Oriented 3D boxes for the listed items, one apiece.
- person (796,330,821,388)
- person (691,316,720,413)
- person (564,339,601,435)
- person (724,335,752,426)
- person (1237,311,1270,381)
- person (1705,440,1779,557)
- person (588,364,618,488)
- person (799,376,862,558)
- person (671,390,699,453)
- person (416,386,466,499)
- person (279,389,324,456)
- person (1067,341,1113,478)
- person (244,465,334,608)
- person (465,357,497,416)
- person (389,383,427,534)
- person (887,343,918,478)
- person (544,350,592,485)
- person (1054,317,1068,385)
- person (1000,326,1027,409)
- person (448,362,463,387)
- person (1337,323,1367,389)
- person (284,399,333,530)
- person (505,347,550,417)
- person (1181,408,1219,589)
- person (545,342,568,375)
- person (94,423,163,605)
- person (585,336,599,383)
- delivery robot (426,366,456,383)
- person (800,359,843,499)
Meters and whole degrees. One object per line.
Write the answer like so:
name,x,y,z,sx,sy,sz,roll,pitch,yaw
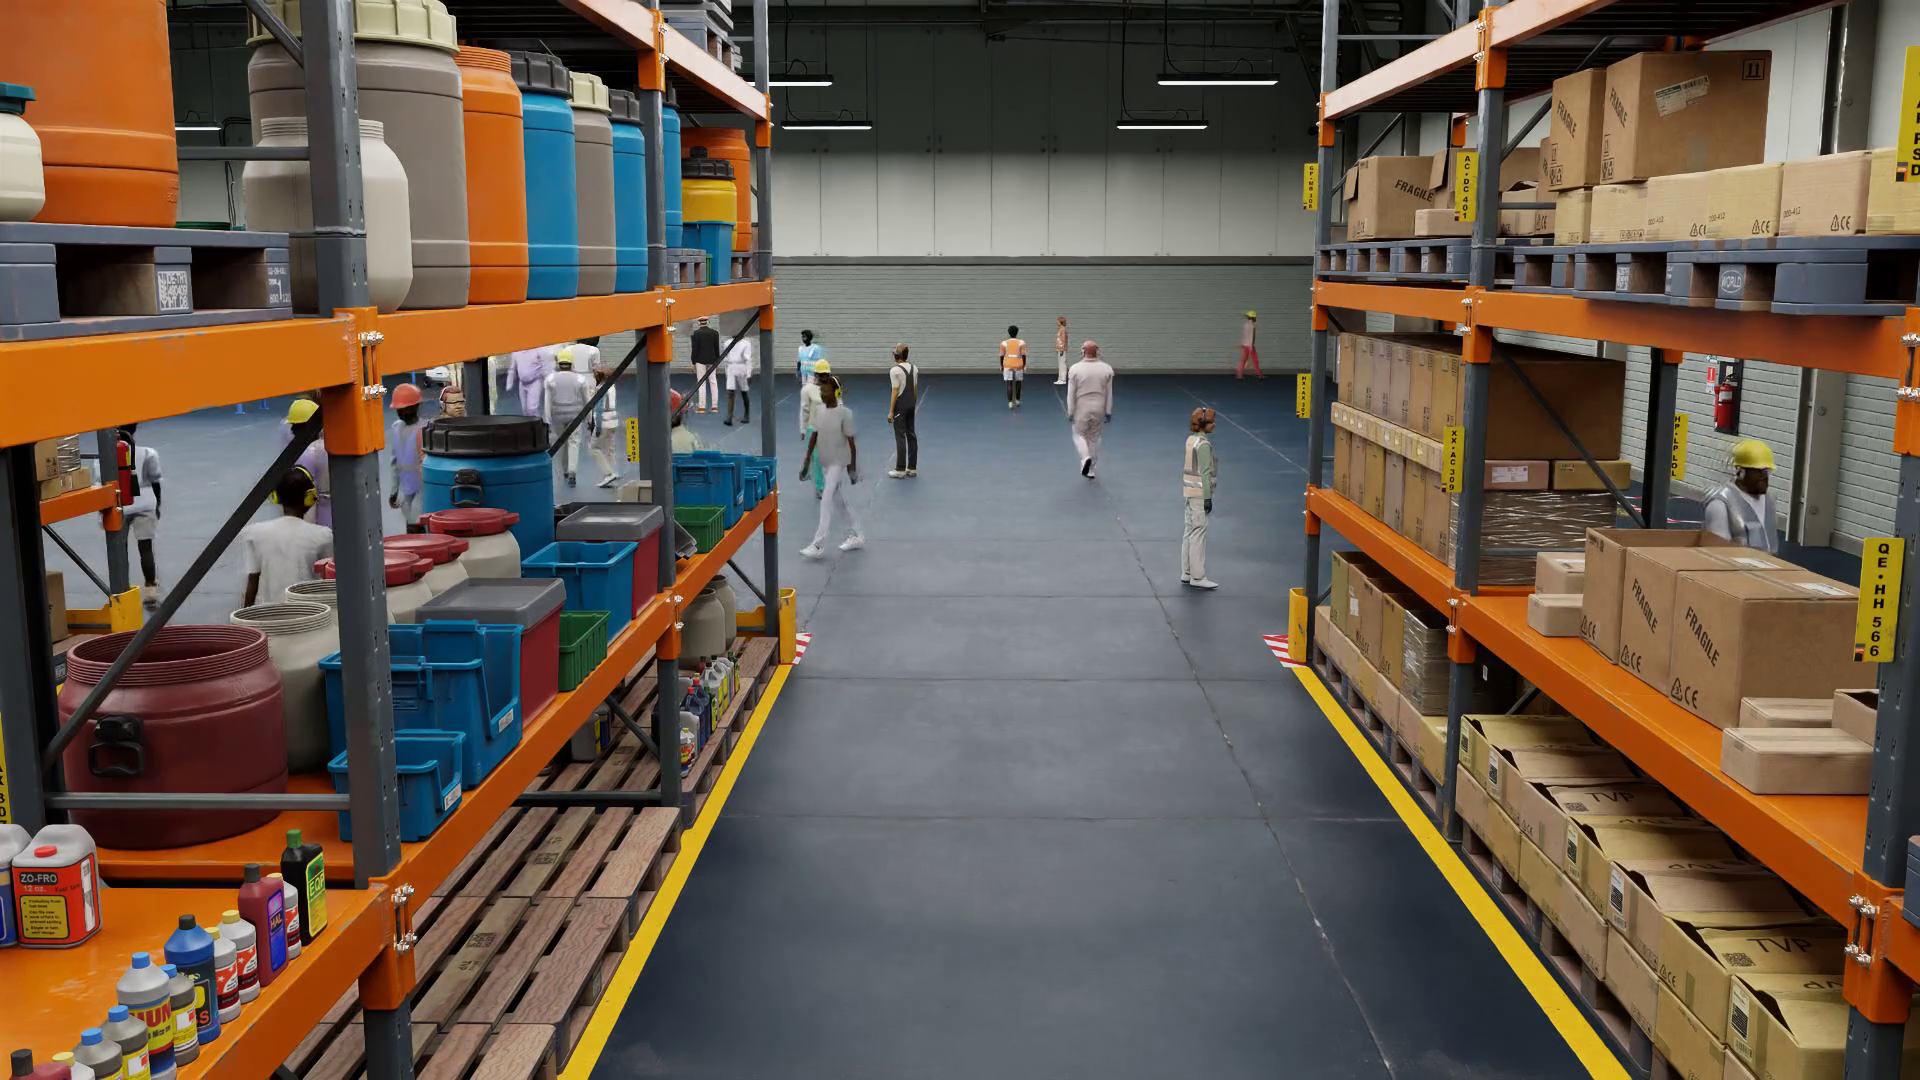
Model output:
person,-2.915,-3.153,31.596,0.559,1.675,0.543,7,12,36
person,-5.021,-3.498,32.758,0.608,1.987,0.391,-6,11,-33
person,-6.085,-2.495,26.813,0.613,1.963,0.362,-1,10,-8
person,-4.055,-3.041,30.340,0.566,1.882,1.017,2,10,13
person,7.344,-4.855,41.668,0.804,1.729,0.550,-2,10,-11
person,5.123,0.267,10.739,0.629,1.801,0.778,-4,10,-24
person,-4.661,-1.485,21.751,0.372,1.626,0.538,2,10,12
person,-1.311,-0.759,16.880,0.518,1.821,0.994,9,13,42
person,-2.201,-0.193,12.959,0.446,1.978,0.628,2,10,12
person,-4.313,-0.371,14.266,0.399,1.909,0.642,7,12,38
person,-5.743,-0.485,14.947,0.669,1.915,0.673,1,10,8
person,1.782,-1.775,22.728,0.649,1.890,0.565,-2,10,-10
person,-3.640,0.499,9.259,0.572,1.832,0.825,0,9,1
person,-7.170,-2.094,24.847,0.489,1.820,0.646,-8,12,-40
person,-4.774,-0.474,14.932,0.565,1.906,0.781,6,11,31
person,-0.792,-1.790,22.951,0.343,1.847,0.506,8,13,41
person,-5.249,-1.652,22.301,0.606,1.791,0.919,-1,10,-9
person,2.459,-4.588,40.326,0.307,1.641,0.514,-1,10,-8
person,1.084,-3.529,33.885,0.557,1.656,0.819,1,9,3
person,-11.643,-4.210,38.199,0.502,1.594,0.802,-4,10,-21
person,6.504,-2.611,27.274,0.616,2.041,0.379,3,10,20
person,-4.923,-0.116,12.722,0.402,1.917,0.589,0,9,-1
person,-7.007,-2.483,26.939,0.669,1.890,0.554,5,11,26
person,2.188,-0.389,15.182,0.308,1.636,0.524,-1,10,-8
person,-8.756,-3.934,35.541,0.662,1.923,0.673,-7,12,-37
person,-7.184,-0.268,14.412,0.550,1.655,0.830,-6,11,-31
person,-9.052,-4.806,40.561,0.537,2.000,0.682,4,10,22
delivery robot,-12.326,-3.932,39.485,0.707,0.478,0.477,5,11,27
person,-1.679,-1.372,20.742,0.546,1.736,0.760,-4,10,-24
